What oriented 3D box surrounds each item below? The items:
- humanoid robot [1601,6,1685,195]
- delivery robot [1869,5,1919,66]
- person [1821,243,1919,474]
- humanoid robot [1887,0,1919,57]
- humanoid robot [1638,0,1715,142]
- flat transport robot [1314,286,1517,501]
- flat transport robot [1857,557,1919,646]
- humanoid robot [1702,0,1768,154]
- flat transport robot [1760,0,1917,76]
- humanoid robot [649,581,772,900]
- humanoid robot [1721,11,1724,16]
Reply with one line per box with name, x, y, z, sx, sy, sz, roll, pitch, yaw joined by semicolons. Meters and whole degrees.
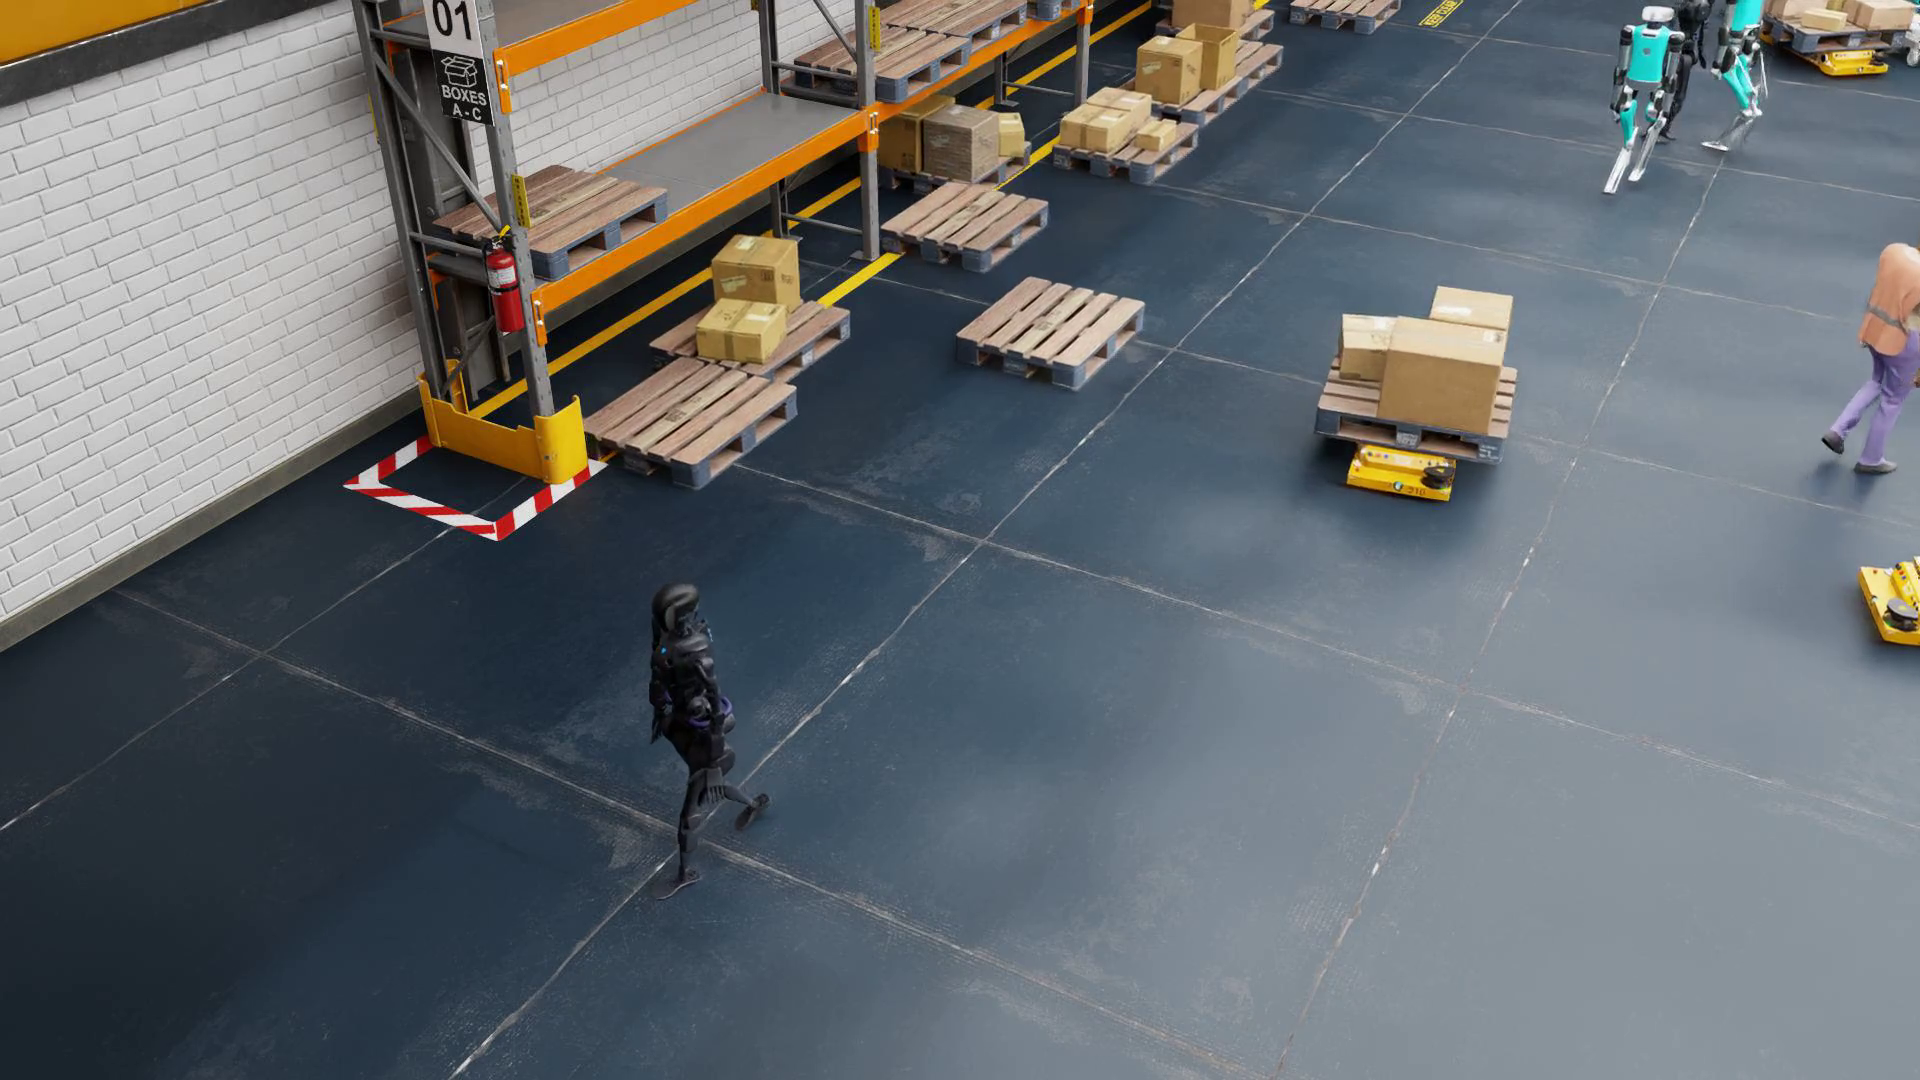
humanoid robot;6.070;-3.890;14.732;0.549;1.747;1.045;21;39;29
delivery robot;10.497;-5.585;18.356;0.499;0.614;0.815;-5;34;-8
person;5.982;-1.238;10.602;0.473;1.825;0.600;-6;34;-10
humanoid robot;10.563;-6.065;18.006;0.790;1.772;0.553;-11;35;-16
humanoid robot;6.916;-4.662;15.932;0.612;1.649;0.313;-18;37;-24
flat transport robot;3.057;-0.737;11.263;0.659;0.231;1.431;11;35;16
flat transport robot;5.998;0.413;9.523;1.431;0.231;0.659;7;34;10
humanoid robot;7.388;-4.381;15.517;0.538;1.850;0.721;-17;37;-23
flat transport robot;9.536;-5.454;18.400;0.659;0.231;1.431;-5;34;-8
humanoid robot;-1.187;0.858;7.617;0.766;1.637;0.589;-26;41;-33
humanoid robot;9.266;-6.969;19.403;0.308;1.656;0.609;22;39;30
